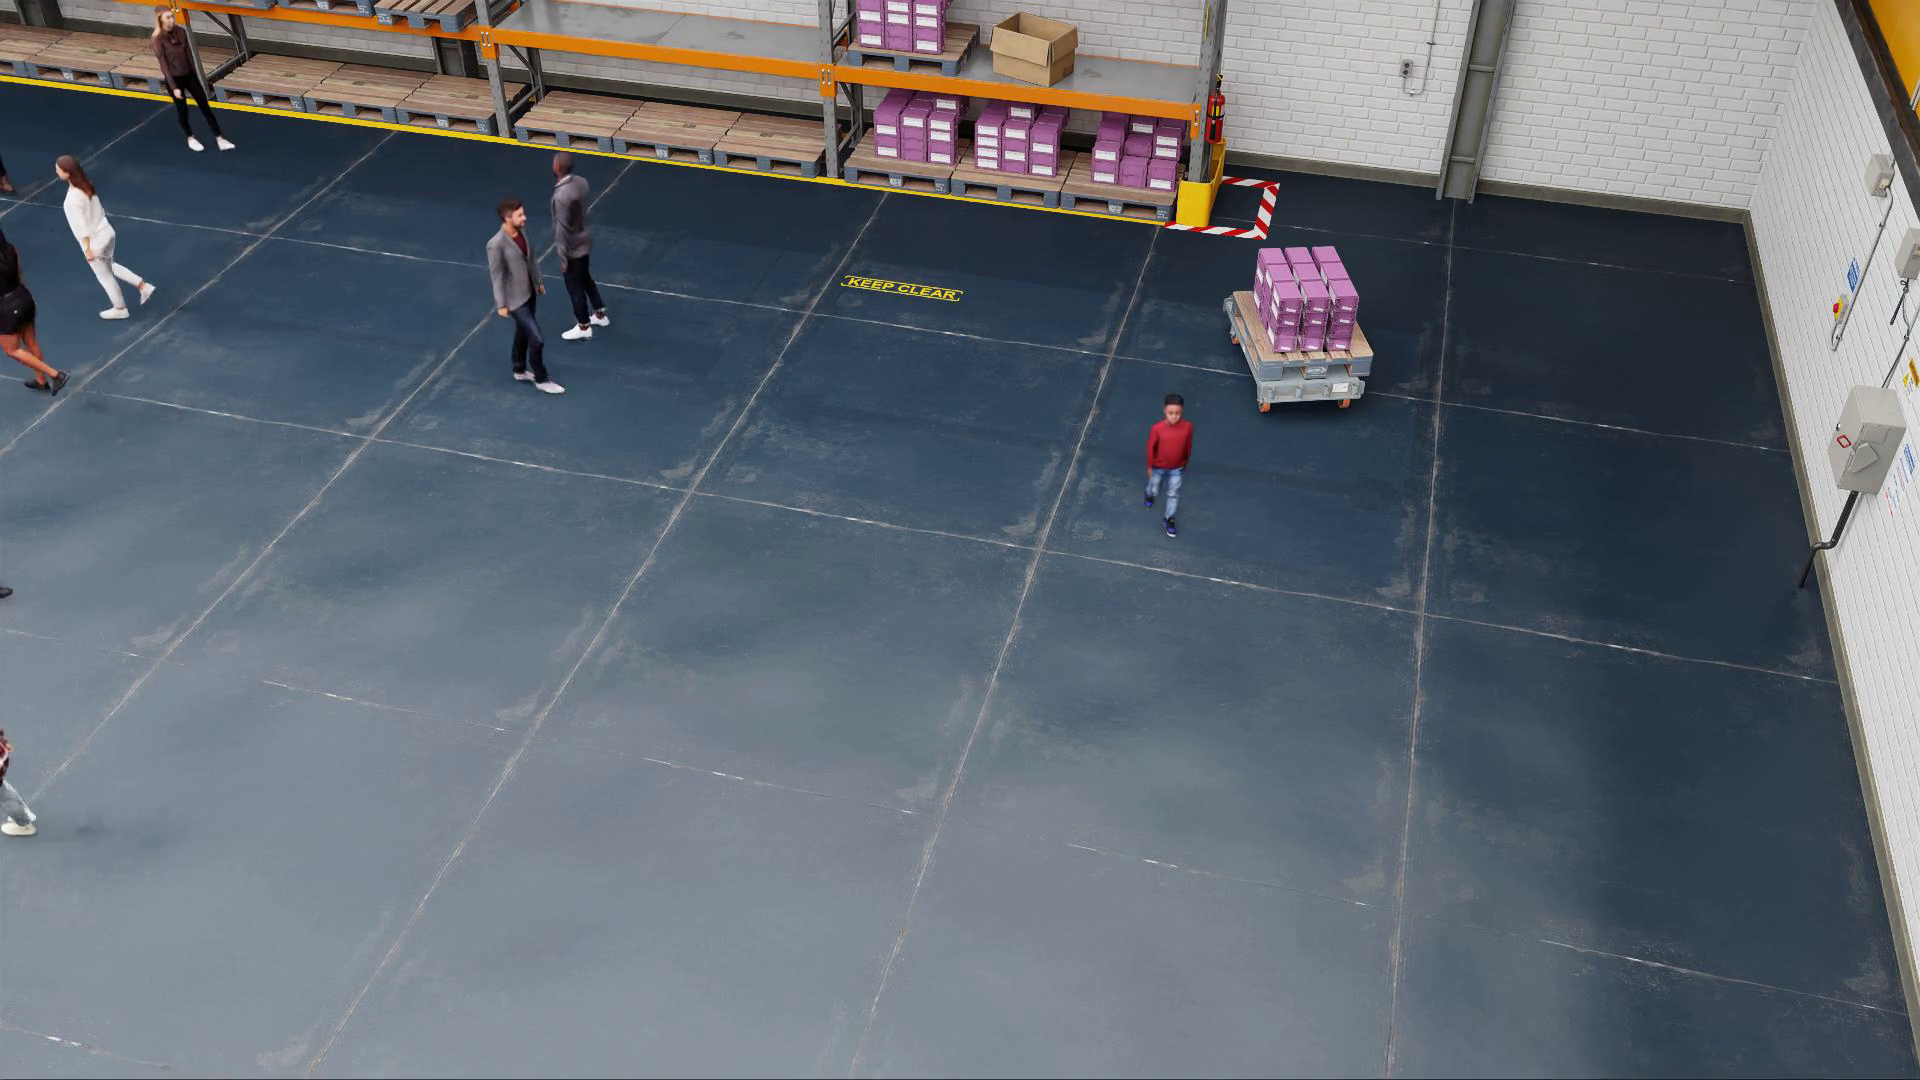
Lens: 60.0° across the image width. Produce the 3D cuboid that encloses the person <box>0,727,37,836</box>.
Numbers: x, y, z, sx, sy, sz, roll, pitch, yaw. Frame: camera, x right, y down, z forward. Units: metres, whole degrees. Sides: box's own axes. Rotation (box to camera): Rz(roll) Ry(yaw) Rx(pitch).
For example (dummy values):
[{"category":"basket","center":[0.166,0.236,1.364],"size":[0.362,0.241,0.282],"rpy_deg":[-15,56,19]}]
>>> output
[{"category":"person","center":[-6.148,1.422,10.608],"size":[0.575,1.299,0.584],"rpy_deg":[2,39,3]}]

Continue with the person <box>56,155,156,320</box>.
[{"category":"person","center":[-8.045,-2.843,15.645],"size":[0.881,1.680,0.773],"rpy_deg":[-6,39,-7]}]

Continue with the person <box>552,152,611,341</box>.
[{"category":"person","center":[-3.553,-2.701,15.365],"size":[0.655,1.807,0.785],"rpy_deg":[-1,39,-2]}]

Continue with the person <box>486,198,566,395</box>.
[{"category":"person","center":[-3.956,-2.155,14.648],"size":[0.813,1.849,0.713],"rpy_deg":[10,40,13]}]

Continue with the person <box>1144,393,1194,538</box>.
[{"category":"person","center":[1.647,-0.650,13.247],"size":[0.718,1.245,0.694],"rpy_deg":[-3,39,-4]}]

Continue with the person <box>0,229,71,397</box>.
[{"category":"person","center":[-8.204,-1.990,14.537],"size":[0.832,1.728,0.616],"rpy_deg":[8,39,9]}]

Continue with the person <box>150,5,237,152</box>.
[{"category":"person","center":[-8.711,-5.120,18.495],"size":[0.977,1.682,0.801],"rpy_deg":[23,44,26]}]
